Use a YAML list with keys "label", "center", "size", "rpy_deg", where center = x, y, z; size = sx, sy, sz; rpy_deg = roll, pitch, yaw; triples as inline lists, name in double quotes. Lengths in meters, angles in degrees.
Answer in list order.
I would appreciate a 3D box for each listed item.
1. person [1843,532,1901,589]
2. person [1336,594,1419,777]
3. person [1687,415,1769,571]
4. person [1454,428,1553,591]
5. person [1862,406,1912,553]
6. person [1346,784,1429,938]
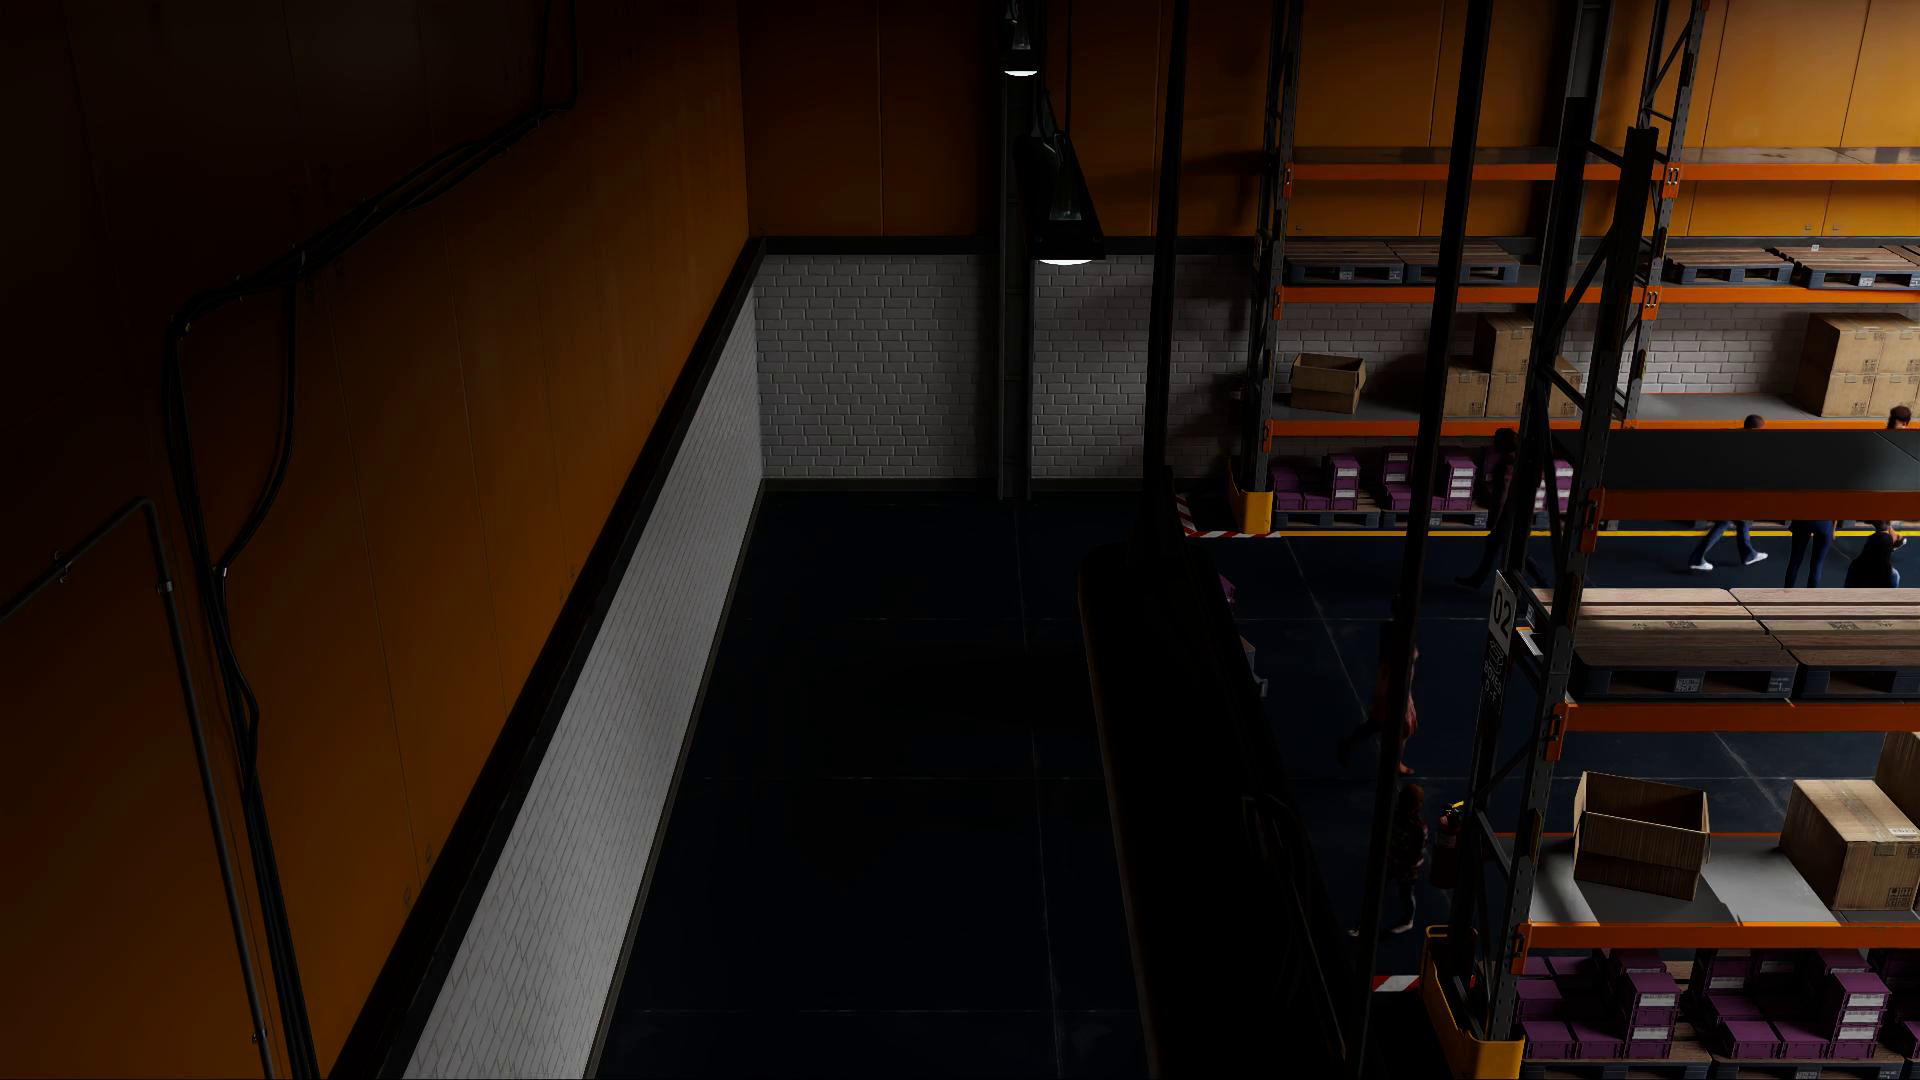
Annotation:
- label: "person"
  center: [7.964, 0.728, 14.672]
  size: [0.721, 1.712, 0.690]
  rpy_deg: [-17, 29, -34]
- label: "person"
  center: [3.474, 1.219, 13.597]
  size: [0.957, 1.673, 0.677]
  rpy_deg: [-3, 24, -8]
- label: "person"
  center: [8.032, -0.434, 17.345]
  size: [1.205, 1.699, 0.724]
  rpy_deg: [-4, 24, -9]
- label: "person"
  center: [5.655, -0.205, 16.726]
  size: [1.367, 1.775, 1.136]
  rpy_deg: [13, 27, 28]
- label: "person"
  center: [9.788, -0.546, 17.426]
  size: [0.983, 1.841, 0.819]
  rpy_deg: [-3, 24, -6]
- label: "person"
  center: [3.160, 2.256, 11.714]
  size: [0.889, 1.280, 0.782]
  rpy_deg: [-14, 27, -29]
